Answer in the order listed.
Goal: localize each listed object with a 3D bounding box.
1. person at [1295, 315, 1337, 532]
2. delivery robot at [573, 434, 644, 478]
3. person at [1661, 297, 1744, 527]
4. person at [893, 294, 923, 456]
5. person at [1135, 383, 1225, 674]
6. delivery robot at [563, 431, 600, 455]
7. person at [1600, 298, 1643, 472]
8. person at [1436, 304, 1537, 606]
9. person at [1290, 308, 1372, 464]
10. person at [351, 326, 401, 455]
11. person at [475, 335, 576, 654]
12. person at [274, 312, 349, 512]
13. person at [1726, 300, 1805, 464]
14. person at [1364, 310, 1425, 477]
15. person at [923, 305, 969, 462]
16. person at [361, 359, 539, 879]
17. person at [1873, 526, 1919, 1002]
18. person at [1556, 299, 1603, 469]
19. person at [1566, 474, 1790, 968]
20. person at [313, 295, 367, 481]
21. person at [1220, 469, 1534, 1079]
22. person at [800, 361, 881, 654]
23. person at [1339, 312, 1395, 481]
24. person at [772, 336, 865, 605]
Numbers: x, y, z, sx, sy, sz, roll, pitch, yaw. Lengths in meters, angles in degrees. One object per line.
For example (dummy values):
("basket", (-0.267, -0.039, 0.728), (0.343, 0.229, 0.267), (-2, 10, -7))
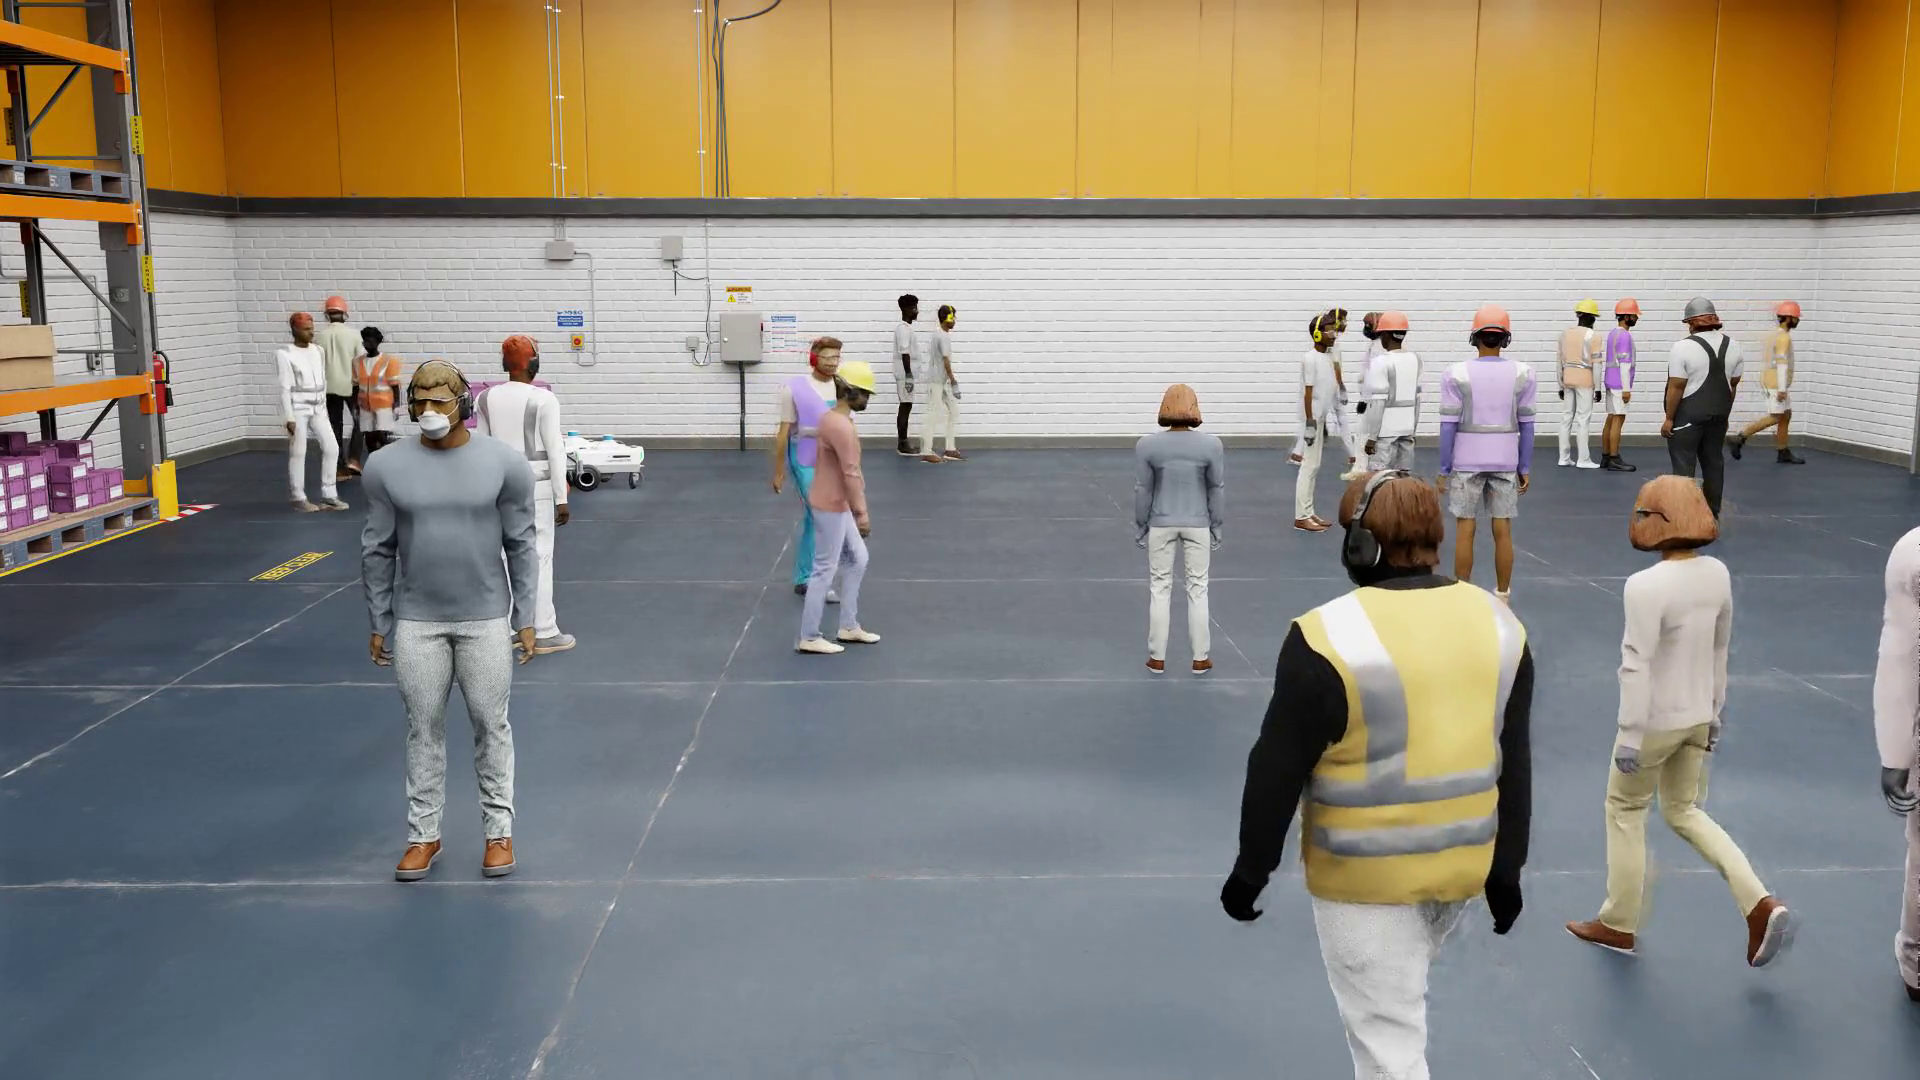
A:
("person", (3.108, -1.017, 14.471), (0.329, 1.871, 0.513), (4, 10, 25))
("delivery robot", (-3.624, -0.847, 17.162), (0.707, 0.478, 0.477), (-2, 9, -14))
("person", (6.361, -1.096, 14.432), (0.677, 2.000, 0.536), (-2, 10, -15))
("person", (-0.637, -2.012, 20.273), (0.367, 1.966, 0.606), (-1, 9, -4))
("person", (1.227, -0.059, 9.318), (0.497, 1.634, 0.287), (1, 9, 8))
("delivery robot", (-4.087, -0.913, 17.565), (0.477, 0.478, 0.707), (5, 11, 31))
("person", (7.441, -1.742, 18.708), (0.358, 1.939, 0.542), (1, 9, 5))
("person", (3.373, -0.492, 10.720), (0.607, 2.044, 0.378), (1, 9, 3))
("person", (4.299, -1.756, 19.177), (0.998, 1.817, 0.546), (1, 9, 5))
("person", (-6.042, -1.371, 17.186), (0.552, 1.681, 0.369), (2, 9, 12))
("person", (-2.568, -0.267, 9.824), (0.587, 1.883, 0.342), (4, 10, 21))
("person", (-5.981, -1.165, 15.385), (0.701, 1.861, 0.616), (4, 10, 26))
("person", (9.404, -1.819, 19.293), (0.804, 1.916, 0.550), (3, 10, 18))
("person", (3.488, -0.891, 13.489), (0.549, 1.936, 0.377), (-6, 11, -32))
("person", (-0.136, -1.815, 19.448), (0.683, 1.838, 0.554), (0, 9, 0))
("person", (-1.887, 0.299, 6.190), (0.635, 1.937, 0.352), (-1, 9, -7))
("person", (2.980, 0.572, 4.770), (0.660, 1.857, 0.995), (5, 10, 27))
("person", (7.063, -1.770, 18.934), (0.382, 1.920, 0.585), (-5, 11, -30))
("person", (2.327, 0.600, 5.351), (0.506, 1.616, 0.631), (-6, 11, -33))
("person", (-6.625, -1.625, 17.854), (0.651, 1.976, 0.451), (0, 9, -2))
("person", (0.935, 0.742, 3.855), (0.640, 1.816, 0.761), (-5, 11, -28))
("person", (-0.668, -0.178, 9.733), (0.628, 1.719, 0.543), (-2, 9, -12))
("person", (4.279, -1.469, 17.421), (0.747, 1.816, 0.649), (2, 10, 13))
("person", (-0.924, -0.477, 11.328), (0.699, 1.809, 0.580), (9, 13, 42))
